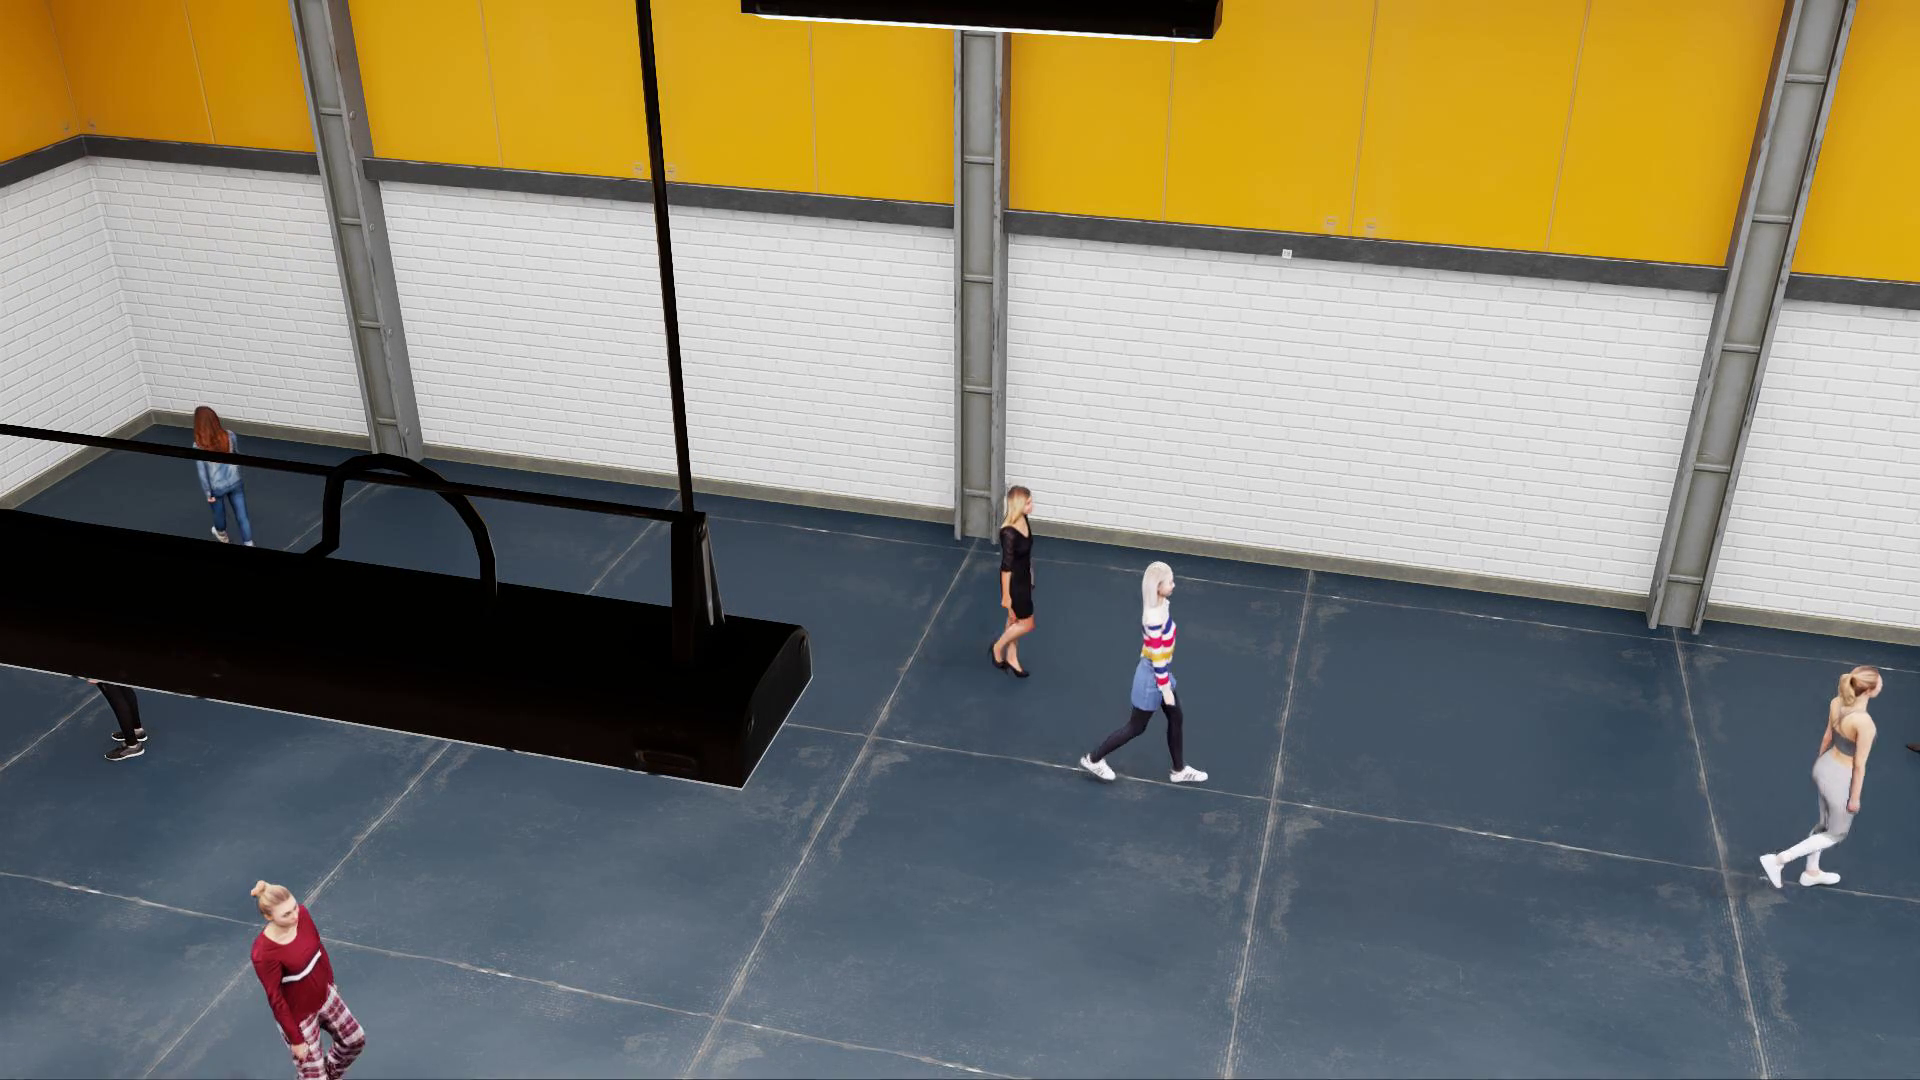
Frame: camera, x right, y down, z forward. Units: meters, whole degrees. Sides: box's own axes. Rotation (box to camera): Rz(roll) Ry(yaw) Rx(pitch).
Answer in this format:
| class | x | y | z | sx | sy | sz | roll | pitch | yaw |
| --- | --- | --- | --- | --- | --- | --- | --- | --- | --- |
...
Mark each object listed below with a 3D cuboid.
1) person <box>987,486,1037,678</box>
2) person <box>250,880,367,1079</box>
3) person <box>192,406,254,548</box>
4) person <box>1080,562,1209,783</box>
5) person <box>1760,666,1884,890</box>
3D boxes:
| class | x | y | z | sx | sy | sz | roll | pitch | yaw |
| --- | --- | --- | --- | --- | --- | --- | --- | --- | --- |
| person | 0.360 | 0.333 | 12.859 | 0.628 | 1.666 | 0.580 | 9 | 30 | 16 |
| person | -3.573 | 2.473 | 8.905 | 0.572 | 1.695 | 0.649 | 8 | 30 | 14 |
| person | -6.394 | -0.457 | 14.542 | 0.908 | 1.441 | 1.065 | -23 | 36 | -35 |
| person | 1.256 | 0.974 | 11.573 | 1.112 | 1.771 | 0.654 | 7 | 29 | 13 |
| person | 5.507 | 1.554 | 10.592 | 0.932 | 1.692 | 0.737 | -2 | 29 | -3 |
